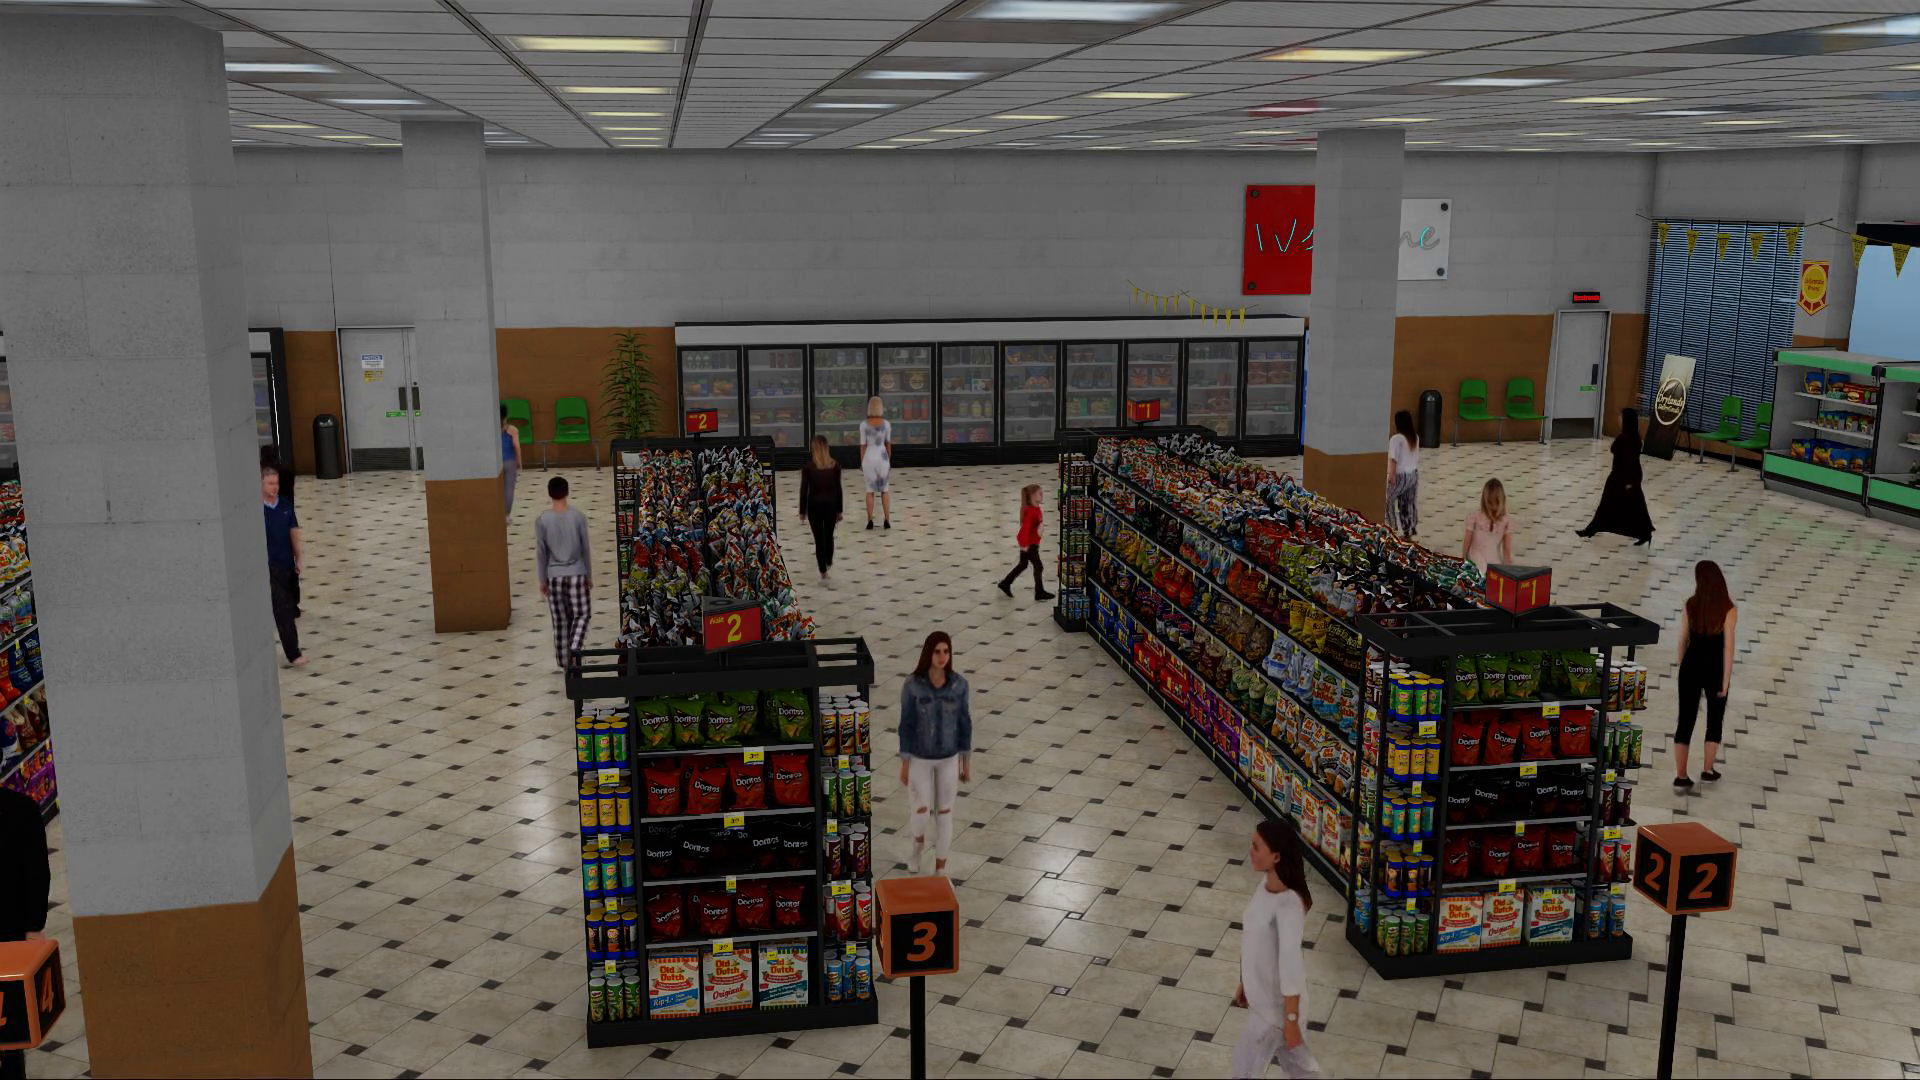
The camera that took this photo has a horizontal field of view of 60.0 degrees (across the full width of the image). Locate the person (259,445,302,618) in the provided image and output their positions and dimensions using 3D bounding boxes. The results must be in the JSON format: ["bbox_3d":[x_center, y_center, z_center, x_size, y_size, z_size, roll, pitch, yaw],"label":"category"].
[{"bbox_3d":[-6.956,-0.073,17.123,0.894,1.808,0.824,5,13,24],"label":"person"}]

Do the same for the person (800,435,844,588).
[{"bbox_3d":[-1.512,-0.309,18.517,0.678,1.694,0.707,-4,13,-19],"label":"person"}]

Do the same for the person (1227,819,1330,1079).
[{"bbox_3d":[1.481,2.057,7.394,0.807,1.648,1.066,0,12,-1],"label":"person"}]

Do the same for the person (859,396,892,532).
[{"bbox_3d":[-1.093,-1.005,21.688,0.562,1.750,0.498,-2,12,-9],"label":"person"}]

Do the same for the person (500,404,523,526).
[{"bbox_3d":[-6.035,-0.980,21.936,0.603,1.598,0.613,-1,12,-4],"label":"person"}]

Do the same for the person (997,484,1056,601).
[{"bbox_3d":[0.691,0.035,17.939,0.713,1.259,0.851,3,12,13],"label":"person"}]

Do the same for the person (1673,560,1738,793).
[{"bbox_3d":[5.426,1.025,12.188,0.875,1.692,0.831,-10,16,-40],"label":"person"}]

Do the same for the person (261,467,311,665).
[{"bbox_3d":[-6.489,0.247,15.582,1.246,1.816,1.236,7,14,31],"label":"person"}]

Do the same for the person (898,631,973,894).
[{"bbox_3d":[-0.185,1.379,10.513,0.622,1.689,0.723,-2,12,-11],"label":"person"}]

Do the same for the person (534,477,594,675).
[{"bbox_3d":[-3.553,0.362,14.996,0.637,1.833,0.766,-2,12,-9],"label":"person"}]

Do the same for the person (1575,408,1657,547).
[{"bbox_3d":[8.301,-0.728,20.473,1.190,1.708,1.183,7,14,29],"label":"person"}]

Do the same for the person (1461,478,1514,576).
[{"bbox_3d":[4.740,0.385,15.018,0.763,1.778,1.159,1,12,5],"label":"person"}]

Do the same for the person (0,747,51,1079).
[{"bbox_3d":[-4.672,1.800,8.118,0.795,1.853,0.702,0,12,1],"label":"person"}]

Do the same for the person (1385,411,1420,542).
[{"bbox_3d":[5.594,-0.772,20.801,0.825,1.661,0.897,-7,14,-31],"label":"person"}]
